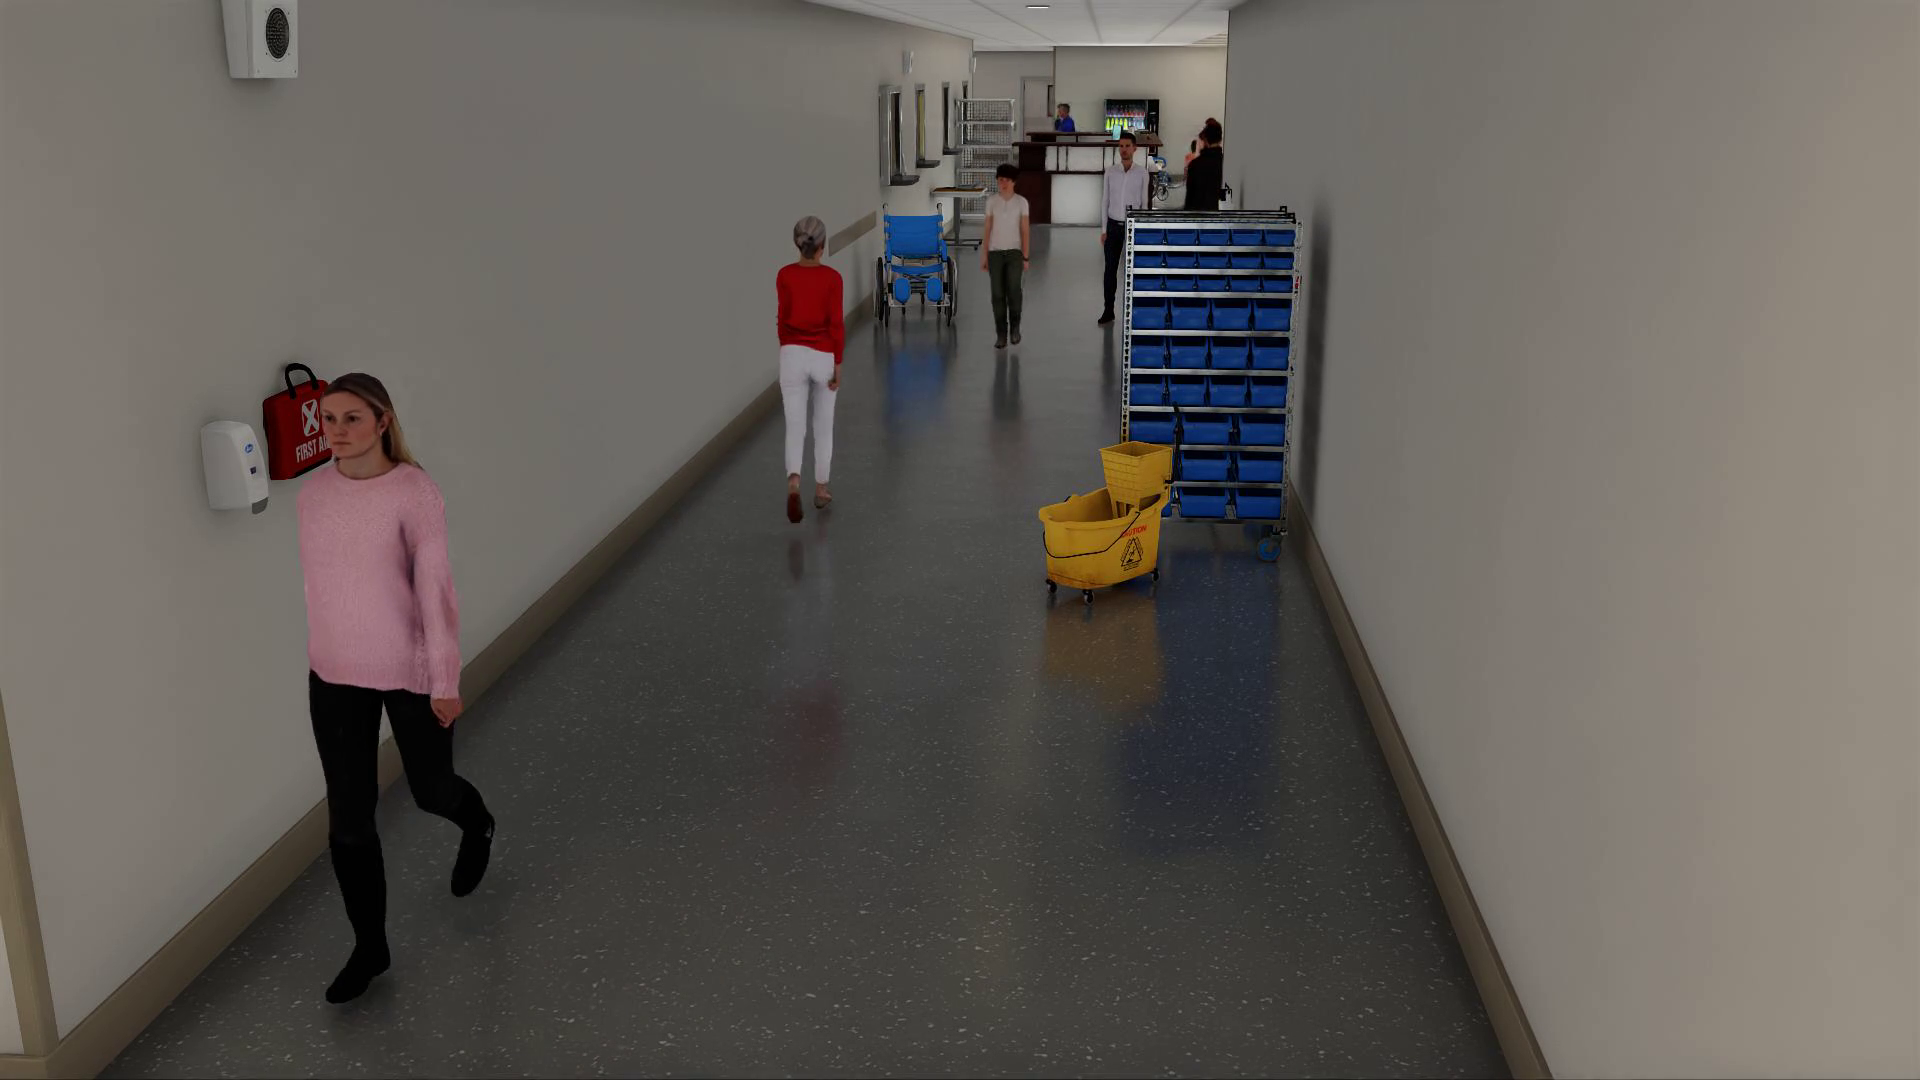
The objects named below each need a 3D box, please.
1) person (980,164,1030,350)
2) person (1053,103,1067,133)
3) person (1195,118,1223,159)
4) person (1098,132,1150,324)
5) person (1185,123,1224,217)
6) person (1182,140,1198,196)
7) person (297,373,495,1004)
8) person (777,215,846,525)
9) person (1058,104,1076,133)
[{"bbox_3d":[0.425,-2.559,15.039,0.614,1.640,0.671,4,16,12],"label":"person"},{"bbox_3d":[1.961,-8.018,34.144,1.161,1.779,0.748,2,16,7],"label":"person"},{"bbox_3d":[3.618,-5.266,24.479,1.232,1.727,1.029,9,18,30],"label":"person"},{"bbox_3d":[1.638,-3.112,16.579,0.568,1.868,0.708,4,16,13],"label":"person"},{"bbox_3d":[2.591,-3.287,17.177,1.195,1.880,0.830,3,16,9],"label":"person"},{"bbox_3d":[4.015,-6.211,28.636,0.762,1.290,0.601,2,16,8],"label":"person"},{"bbox_3d":[-1.551,0.365,4.630,1.007,1.659,0.718,3,16,9],"label":"person"},{"bbox_3d":[-0.848,-0.913,9.147,0.984,1.669,0.626,1,16,2],"label":"person"},{"bbox_3d":[2.232,-7.710,33.054,1.302,1.777,0.952,-3,16,-11],"label":"person"}]
